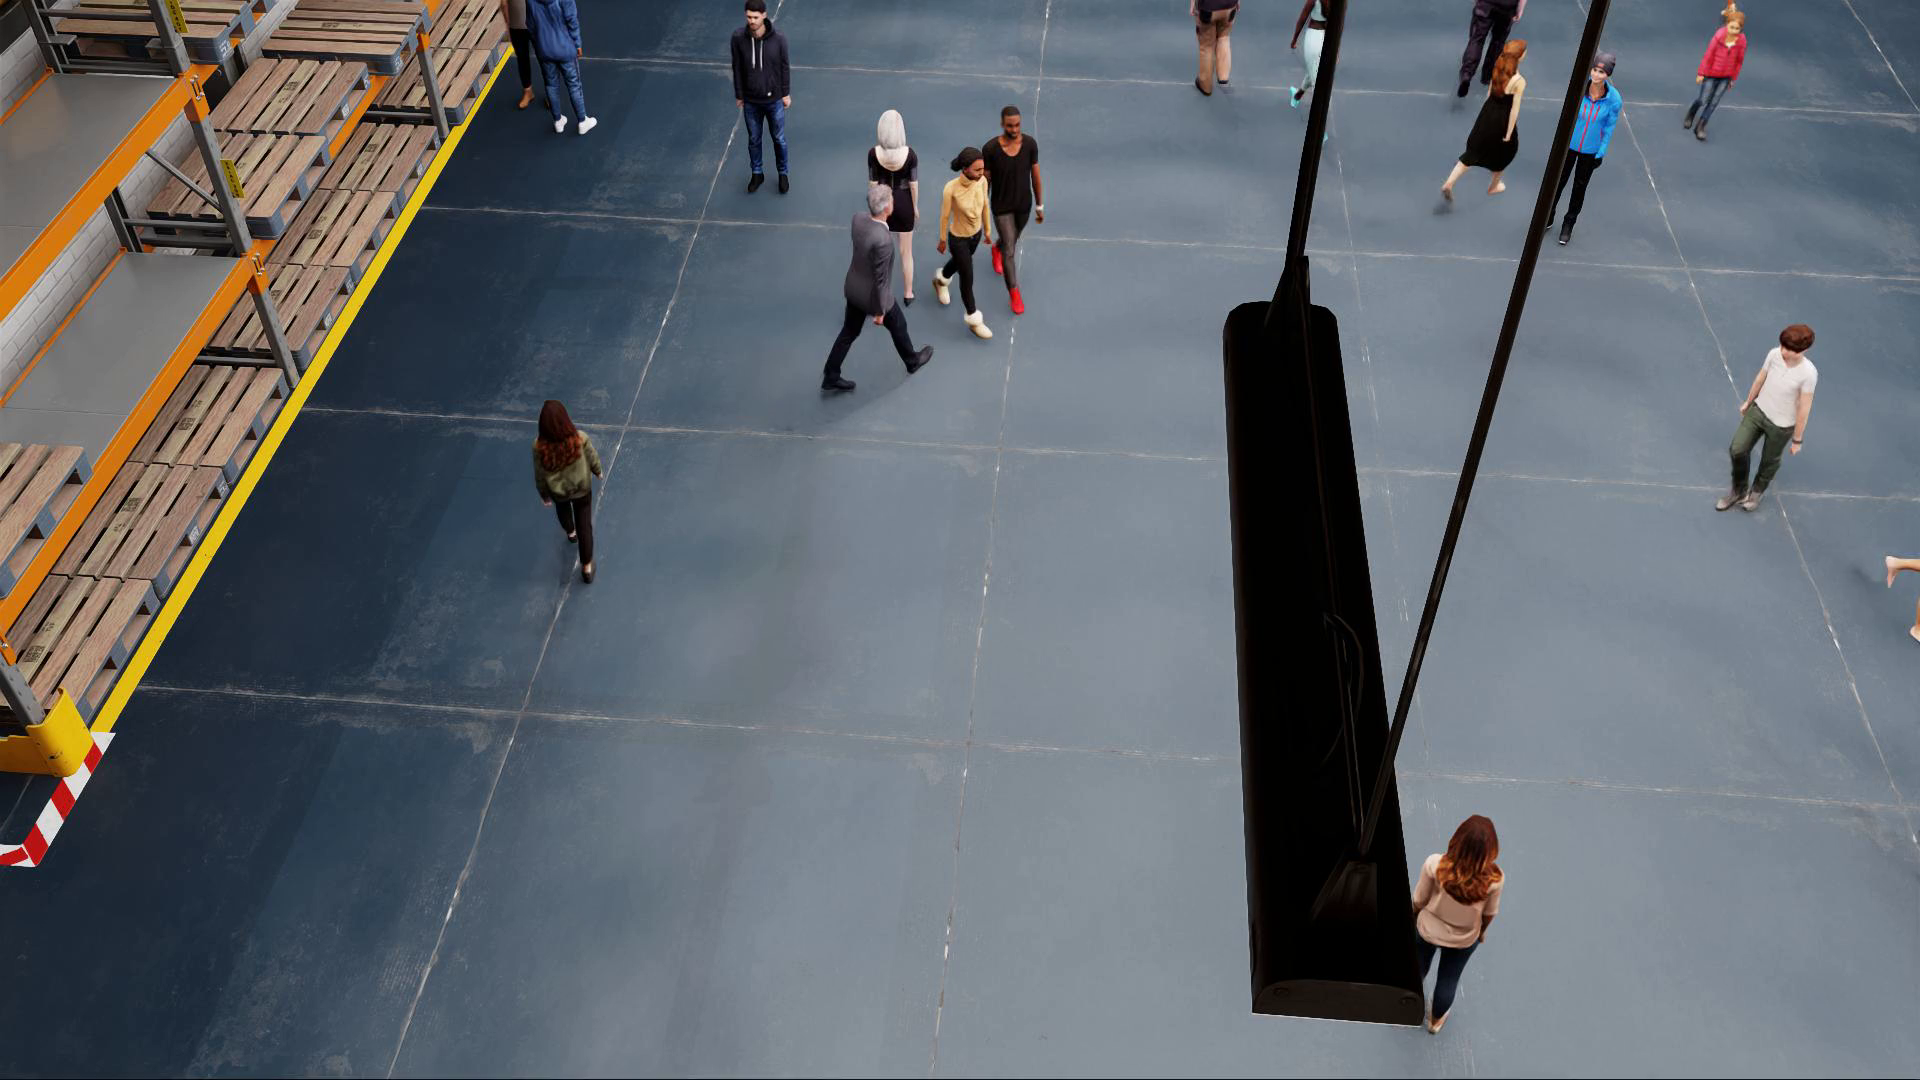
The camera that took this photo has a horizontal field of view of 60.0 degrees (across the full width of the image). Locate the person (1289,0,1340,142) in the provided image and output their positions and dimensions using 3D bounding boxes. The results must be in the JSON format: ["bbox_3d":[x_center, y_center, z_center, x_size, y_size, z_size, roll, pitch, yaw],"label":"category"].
[{"bbox_3d":[3.483,-4.678,16.040,0.871,1.667,1.229,-11,45,-12],"label":"person"}]

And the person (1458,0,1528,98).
[{"bbox_3d":[5.321,-5.295,16.577,0.983,1.821,1.228,19,47,19],"label":"person"}]

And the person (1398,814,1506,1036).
[{"bbox_3d":[2.592,2.072,8.863,0.623,1.792,0.578,11,45,12],"label":"person"}]

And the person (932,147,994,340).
[{"bbox_3d":[-0.014,-2.562,13.849,1.082,1.624,1.174,-26,49,-25],"label":"person"}]

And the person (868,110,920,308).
[{"bbox_3d":[-0.559,-2.754,13.902,0.576,1.829,0.522,0,44,-1],"label":"person"}]

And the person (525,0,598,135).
[{"bbox_3d":[-3.897,-4.789,16.055,0.689,1.806,0.579,7,44,7],"label":"person"}]

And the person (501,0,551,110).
[{"bbox_3d":[-4.282,-5.114,16.457,0.613,1.723,0.538,0,44,0],"label":"person"}]

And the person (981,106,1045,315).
[{"bbox_3d":[0.407,-2.885,14.082,0.960,1.771,1.247,-11,45,-12],"label":"person"}]

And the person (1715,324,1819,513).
[{"bbox_3d":[5.949,-0.913,12.112,0.936,1.633,0.870,-30,51,-28],"label":"person"}]

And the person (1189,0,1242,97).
[{"bbox_3d":[2.579,-5.265,16.545,0.784,1.821,0.761,-9,44,-10],"label":"person"}]

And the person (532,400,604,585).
[{"bbox_3d":[-2.727,-0.307,11.611,0.695,1.447,0.922,-3,44,-3],"label":"person"}]

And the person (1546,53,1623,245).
[{"bbox_3d":[5.471,-3.454,14.661,0.696,1.797,0.699,25,49,24],"label":"person"}]

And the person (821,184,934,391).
[{"bbox_3d":[-0.758,-1.904,13.049,1.274,1.776,1.282,-23,48,-22],"label":"person"}]

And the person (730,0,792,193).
[{"bbox_3d":[-1.803,-4.092,15.260,0.681,1.894,0.570,1,44,1],"label":"person"}]

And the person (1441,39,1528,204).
[{"bbox_3d":[4.807,-3.775,15.146,1.028,1.593,1.017,-26,49,-24],"label":"person"}]

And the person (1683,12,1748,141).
[{"bbox_3d":[7.358,-4.549,16.166,0.526,1.307,0.587,8,44,9],"label":"person"}]
